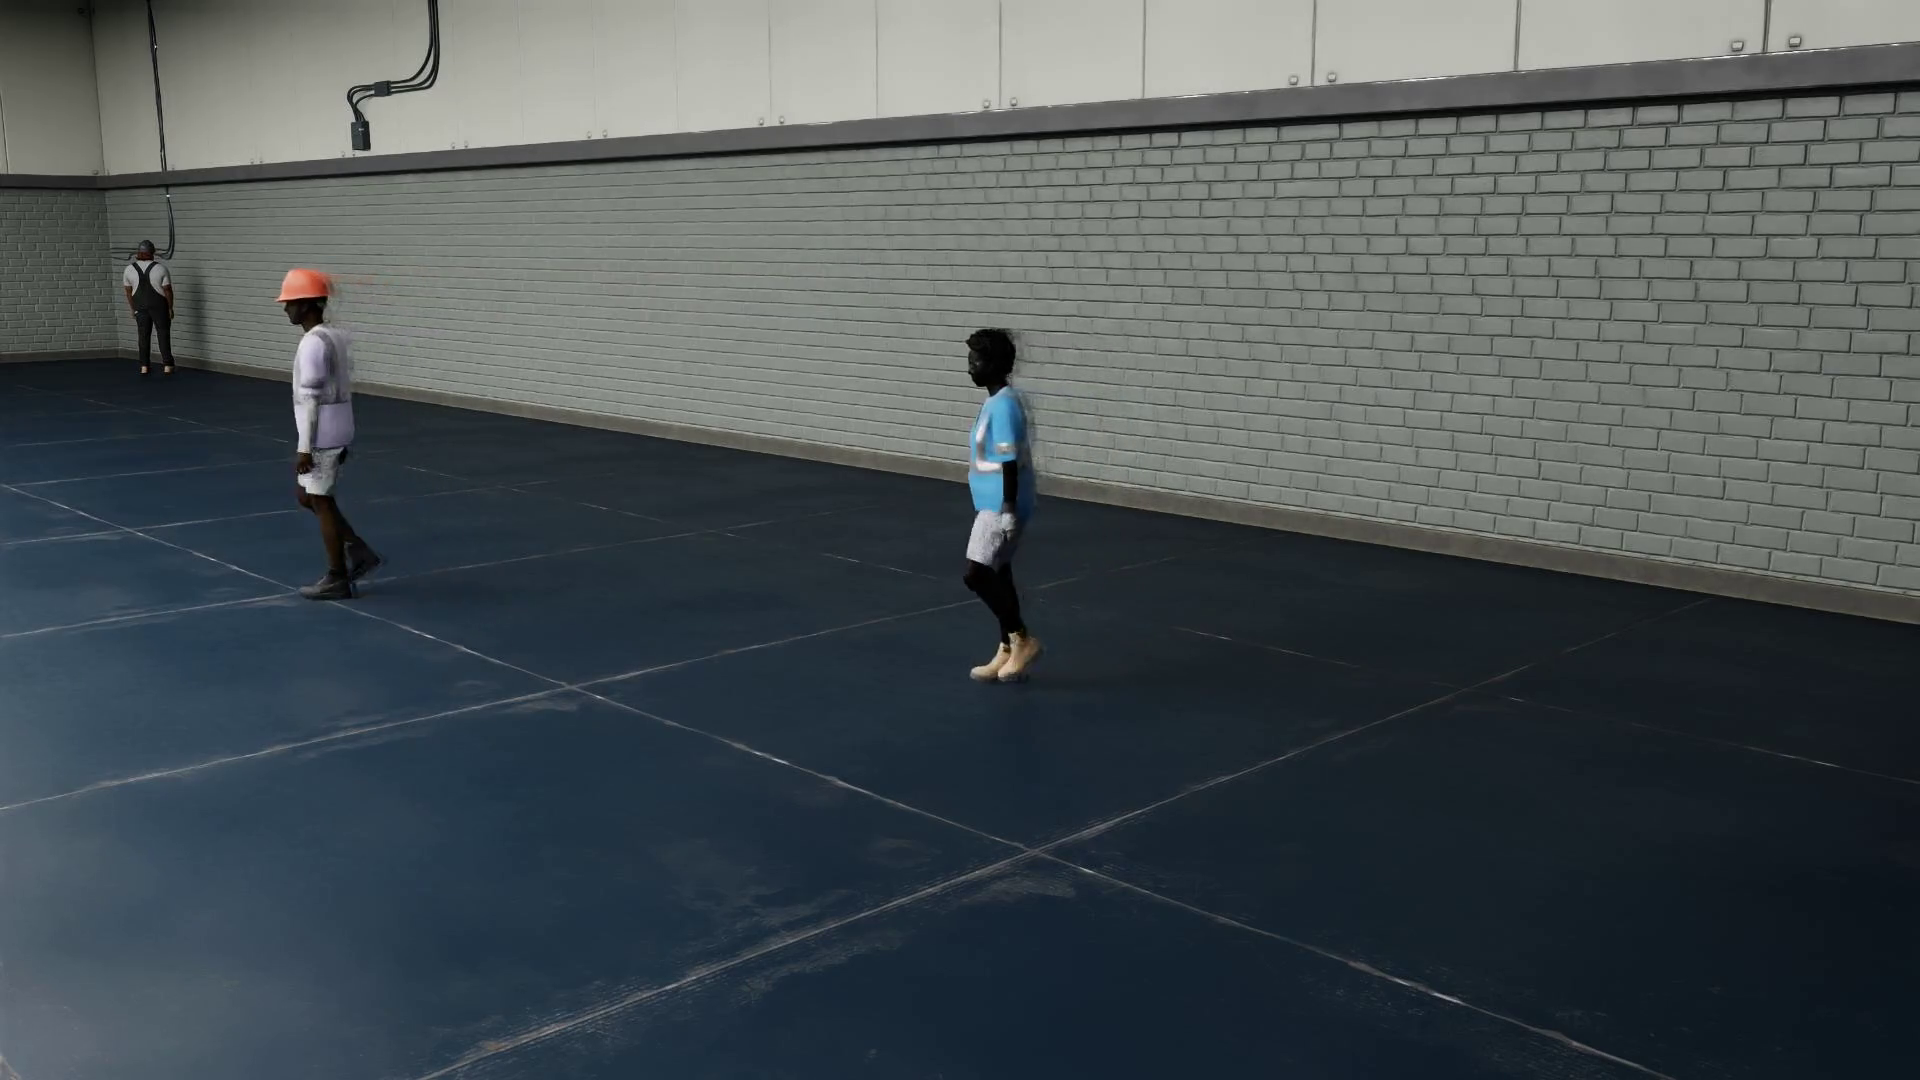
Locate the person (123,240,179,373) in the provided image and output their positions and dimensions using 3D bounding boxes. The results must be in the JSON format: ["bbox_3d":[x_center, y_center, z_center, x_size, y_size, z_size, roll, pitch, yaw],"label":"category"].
[{"bbox_3d":[-12.502,-3.596,25.754,0.682,2.000,0.537,-1,10,-7],"label":"person"}]

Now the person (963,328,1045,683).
[{"bbox_3d":[0.174,-0.149,7.810,0.372,1.678,0.548,-1,10,-4],"label":"person"}]

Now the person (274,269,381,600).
[{"bbox_3d":[-3.730,-0.604,9.665,0.392,1.923,0.541,-2,11,-11],"label":"person"}]
